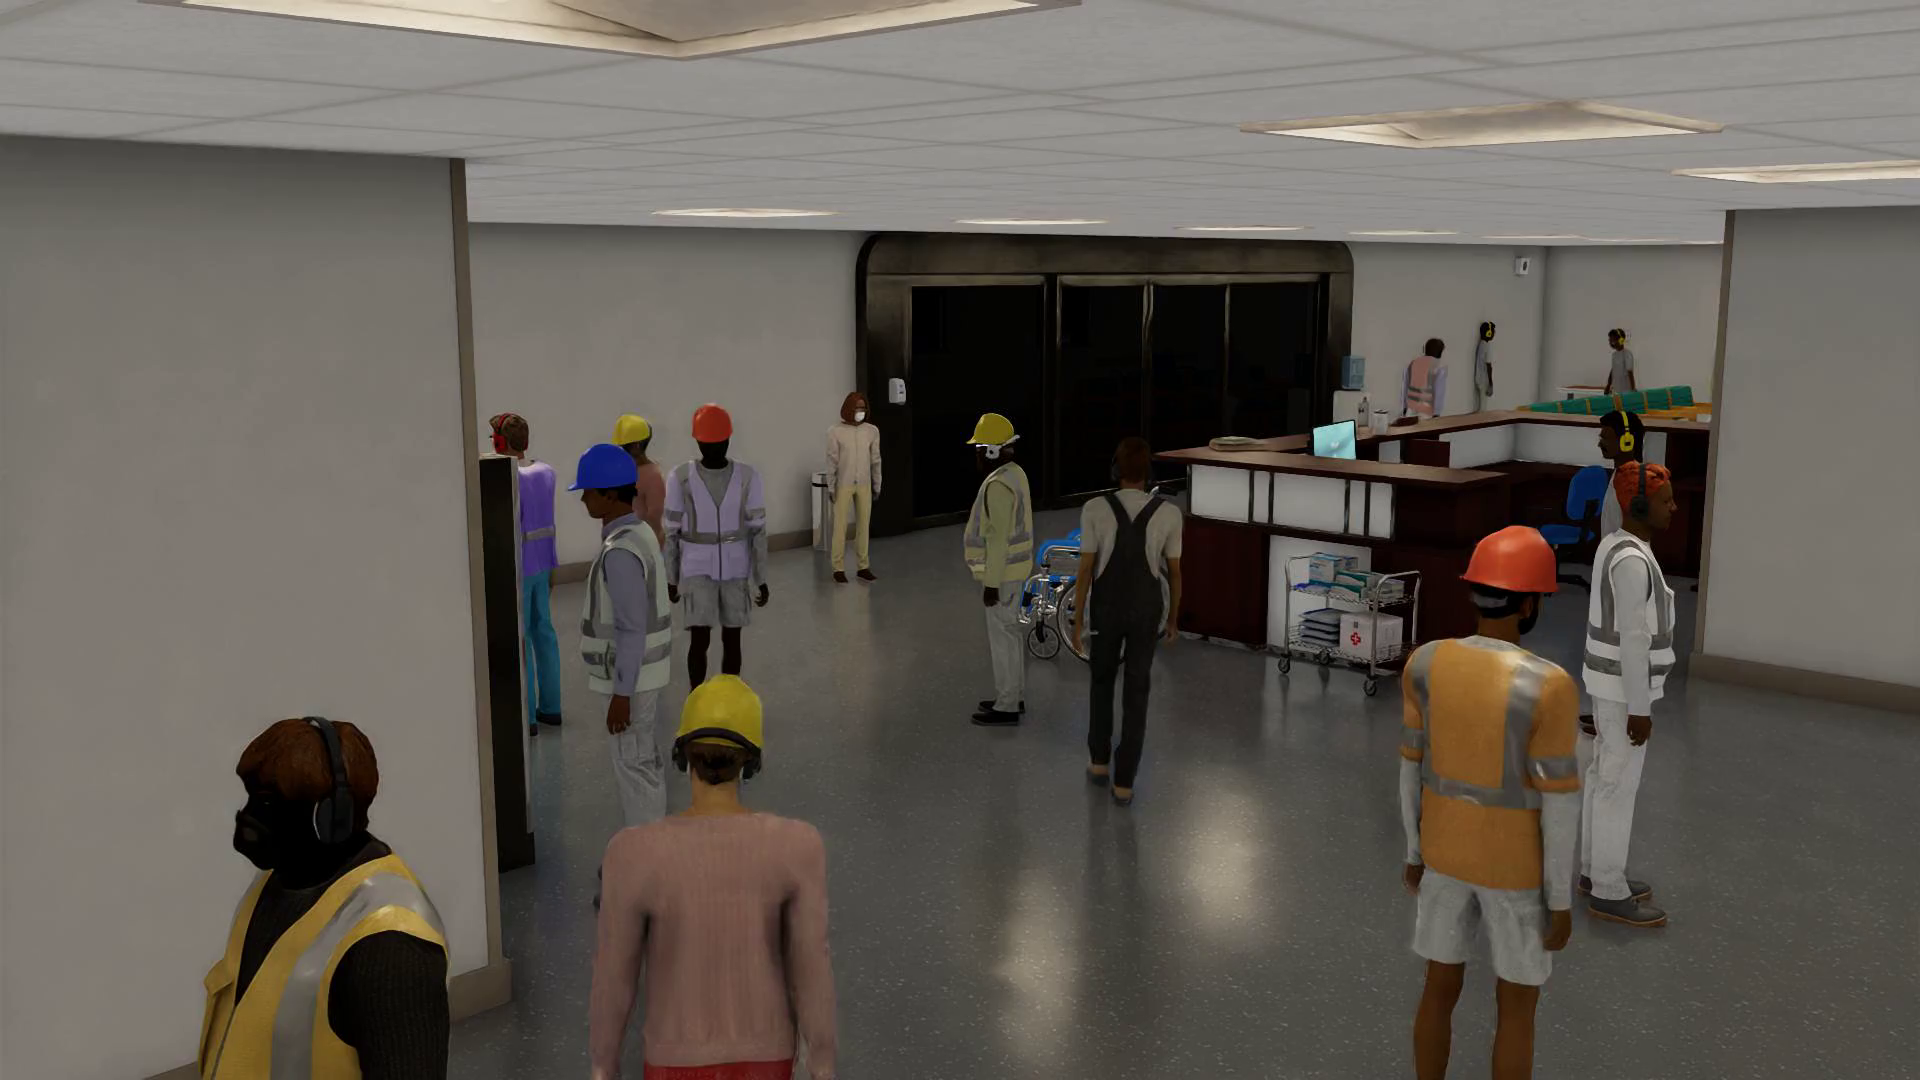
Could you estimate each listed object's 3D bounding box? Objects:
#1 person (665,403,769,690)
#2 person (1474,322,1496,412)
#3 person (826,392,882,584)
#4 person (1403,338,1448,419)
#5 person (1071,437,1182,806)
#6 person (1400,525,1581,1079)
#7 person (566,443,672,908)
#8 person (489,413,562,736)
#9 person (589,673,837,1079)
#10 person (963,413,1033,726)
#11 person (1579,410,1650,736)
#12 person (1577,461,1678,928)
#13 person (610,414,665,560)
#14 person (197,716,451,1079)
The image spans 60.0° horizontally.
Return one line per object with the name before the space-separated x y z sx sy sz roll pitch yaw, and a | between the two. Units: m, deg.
person | -1.363 0.183 9.345 0.556 1.914 0.522 -3 10 -16
person | 7.938 -2.379 25.277 0.341 1.856 0.525 -3 10 -16
person | -0.899 -0.445 14.124 0.504 1.628 0.284 -5 10 -27
person | 5.882 -1.662 21.127 0.982 1.782 0.729 -7 11 -36
person | 0.841 0.384 8.429 0.554 1.811 0.751 0 9 2
person | 1.546 0.919 4.835 0.392 1.931 0.550 -8 12 -42
person | -1.405 0.564 6.941 0.408 1.942 0.615 -1 9 -7
person | -2.489 0.199 9.487 0.373 1.843 0.571 4 10 23
person | -0.545 1.194 3.768 0.551 1.727 0.842 -3 10 -17
person | 0.223 0.174 9.722 0.404 1.826 0.598 1 9 8
person | 3.756 0.193 9.484 0.325 1.862 0.508 2 10 14
person | 2.736 0.618 6.804 0.355 1.883 0.575 2 10 13
person | -2.063 0.057 10.648 0.395 1.740 0.544 -8 12 -40
person | -1.196 1.232 3.161 0.429 1.846 0.625 -8 12 -41
